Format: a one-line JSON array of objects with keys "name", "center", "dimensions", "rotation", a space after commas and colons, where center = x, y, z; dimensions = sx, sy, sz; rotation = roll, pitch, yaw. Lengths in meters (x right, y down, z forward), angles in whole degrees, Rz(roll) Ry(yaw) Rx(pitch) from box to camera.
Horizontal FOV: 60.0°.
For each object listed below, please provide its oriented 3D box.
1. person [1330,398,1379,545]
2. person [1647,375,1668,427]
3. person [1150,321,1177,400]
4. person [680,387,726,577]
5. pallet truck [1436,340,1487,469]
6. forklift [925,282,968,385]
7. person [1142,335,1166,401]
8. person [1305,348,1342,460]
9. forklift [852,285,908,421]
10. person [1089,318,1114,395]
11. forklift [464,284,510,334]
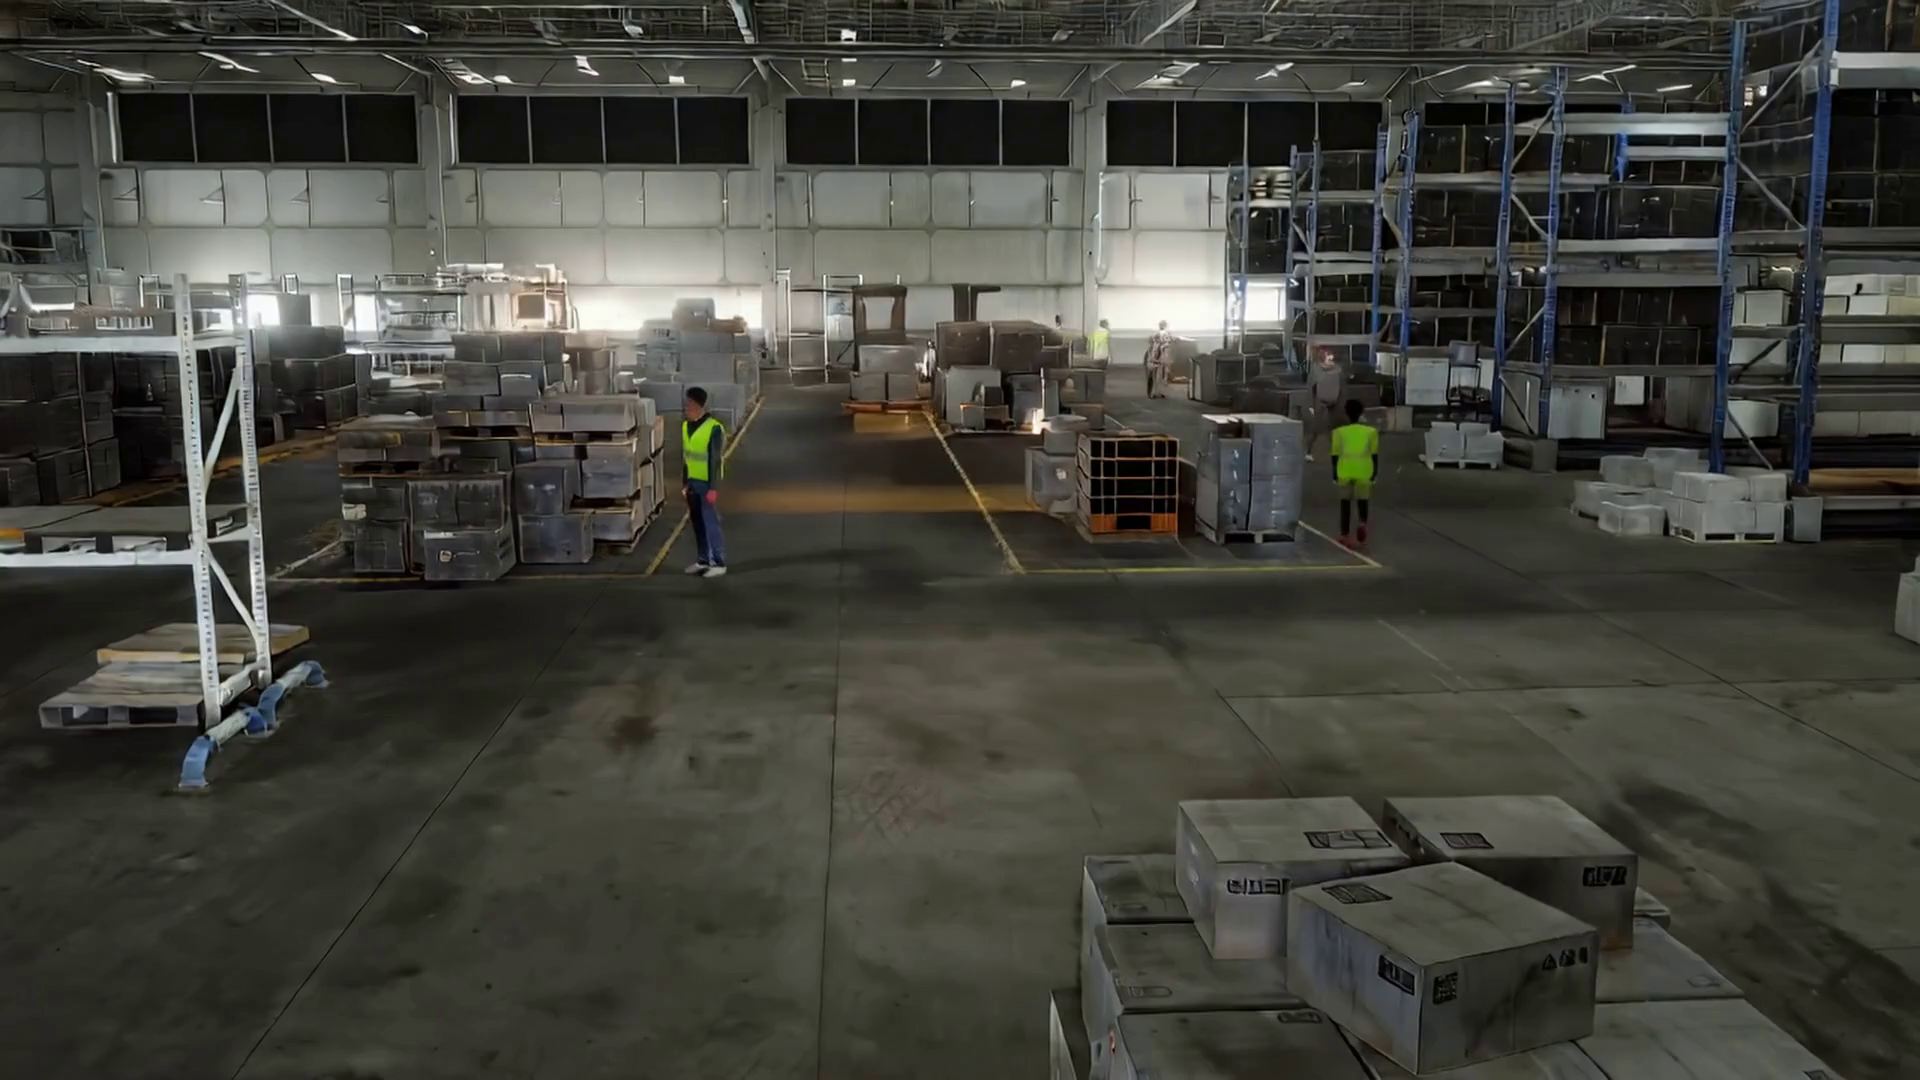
[{"name": "person", "center": [4.374, -0.745, 18.491], "dimensions": [0.545, 1.668, 0.690], "rotation": [3, 9, 17]}, {"name": "person", "center": [12.142, -2.526, 28.807], "dimensions": [0.552, 1.947, 0.629], "rotation": [-1, 9, -9]}, {"name": "person", "center": [4.955, -4.334, 40.278], "dimensions": [0.662, 1.906, 0.881], "rotation": [-1, 9, -8]}, {"name": "person", "center": [-2.592, -0.586, 16.760], "dimensions": [0.396, 1.910, 0.589], "rotation": [-9, 13, -44]}, {"name": "pallet truck", "center": [8.004, -2.170, 26.422], "dimensions": [0.823, 1.965, 1.885], "rotation": [2, 9, 14]}, {"name": "forklift", "center": [0.015, -5.569, 45.000], "dimensions": [1.873, 2.768, 1.129], "rotation": [-1, 9, -4]}, {"name": "person", "center": [4.713, -4.179, 40.330], "dimensions": [0.568, 1.582, 0.865], "rotation": [1, 9, 7]}, {"name": "person", "center": [5.906, -2.181, 26.953], "dimensions": [0.645, 1.852, 1.016], "rotation": [-2, 9, -11]}, {"name": "forklift", "center": [-1.699, -3.944, 34.796], "dimensions": [1.129, 2.768, 1.873], "rotation": [-1, 9, -5]}, {"name": "person", "center": [3.598, -4.558, 41.495], "dimensions": [0.665, 1.963, 0.796], "rotation": [8, 12, 42]}, {"name": "forklift", "center": [-10.261, -4.176, 36.254], "dimensions": [1.129, 2.768, 1.873], "rotation": [2, 9, 11]}]
